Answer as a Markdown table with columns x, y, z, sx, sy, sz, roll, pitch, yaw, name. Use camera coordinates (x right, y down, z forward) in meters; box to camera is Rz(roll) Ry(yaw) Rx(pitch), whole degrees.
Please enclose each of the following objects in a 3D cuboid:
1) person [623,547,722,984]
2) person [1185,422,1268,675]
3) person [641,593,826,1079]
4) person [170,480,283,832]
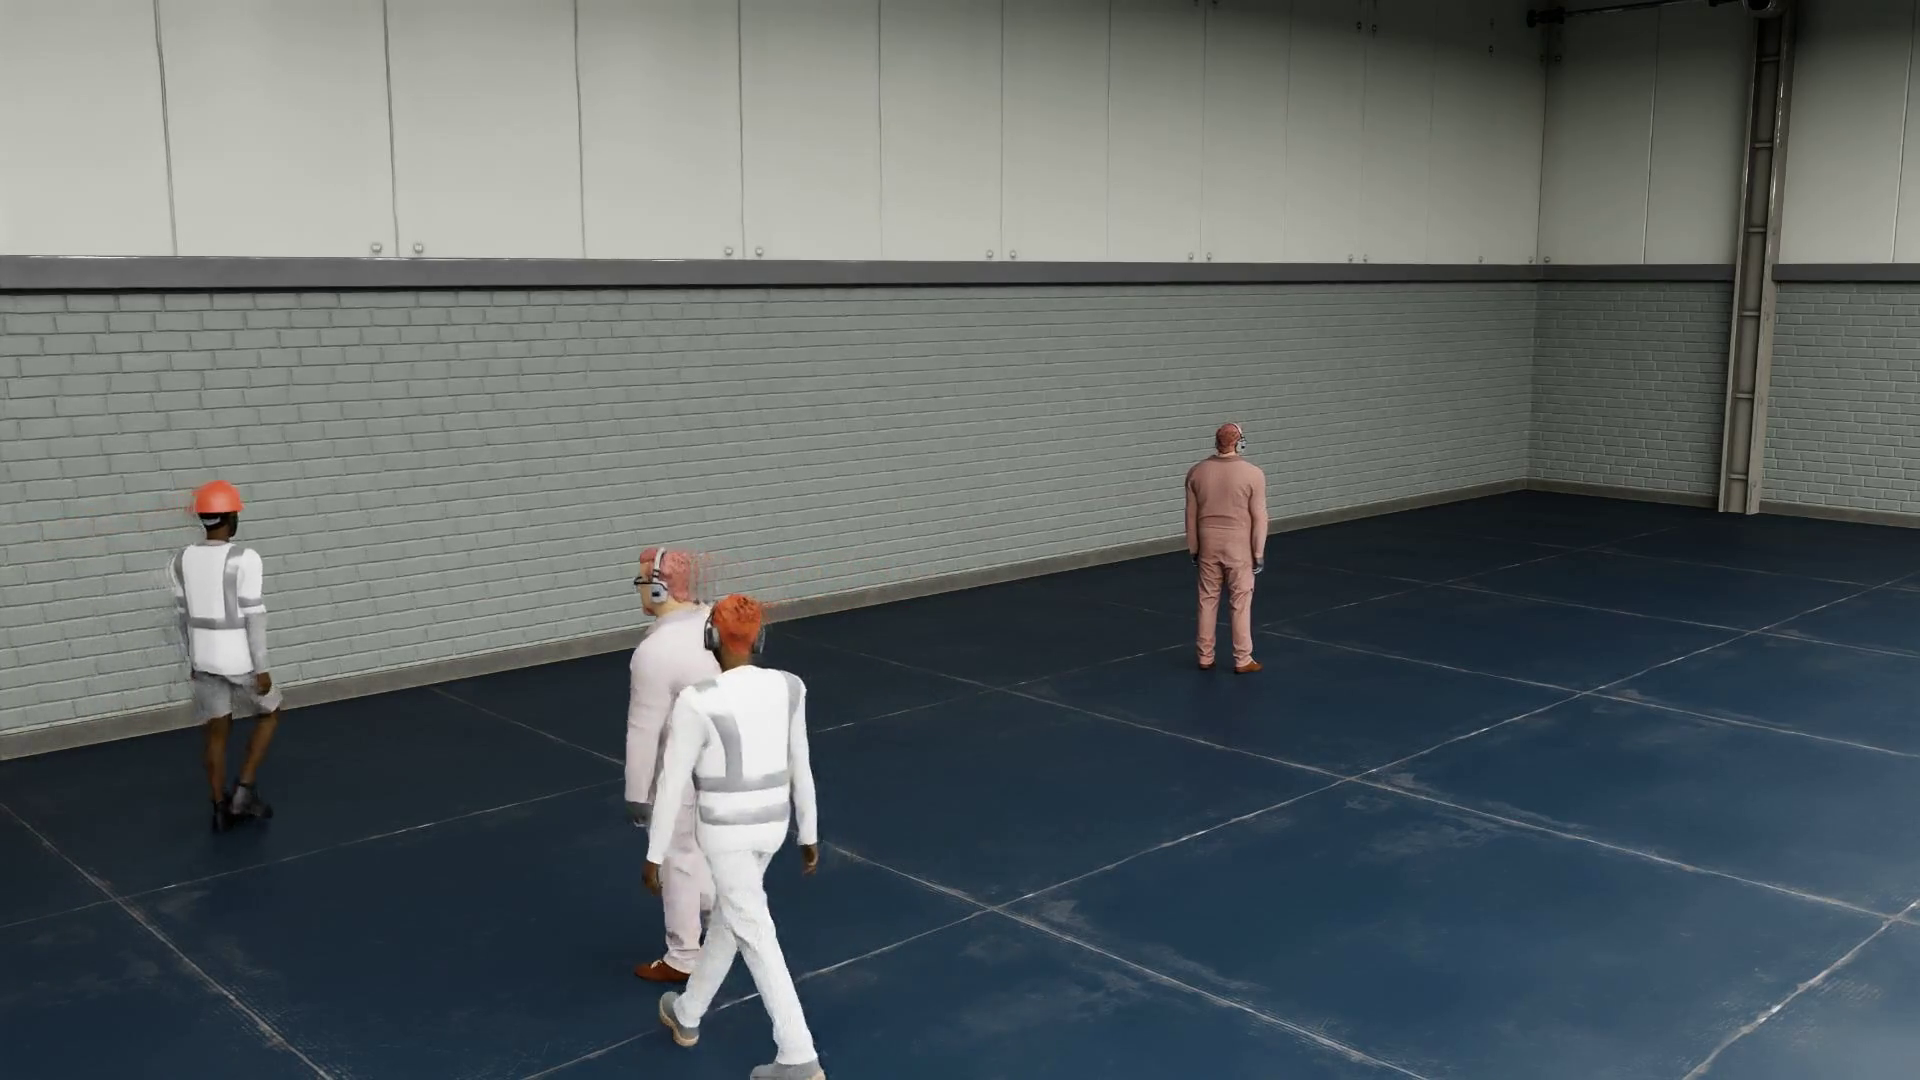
| x | y | z | sx | sy | sz | roll | pitch | yaw | name |
| --- | --- | --- | --- | --- | --- | --- | --- | --- | --- |
| -1.218 | 0.963 | 7.038 | 0.426 | 1.893 | 0.677 | 3 | 10 | 17 | person |
| 2.029 | 0.060 | 12.608 | 0.643 | 1.910 | 0.399 | 6 | 11 | 32 | person |
| -0.852 | 1.123 | 6.279 | 0.961 | 1.831 | 0.667 | 8 | 12 | 40 | person |
| -3.965 | 0.629 | 9.039 | 0.568 | 1.917 | 0.445 | 2 | 9 | 14 | person |
